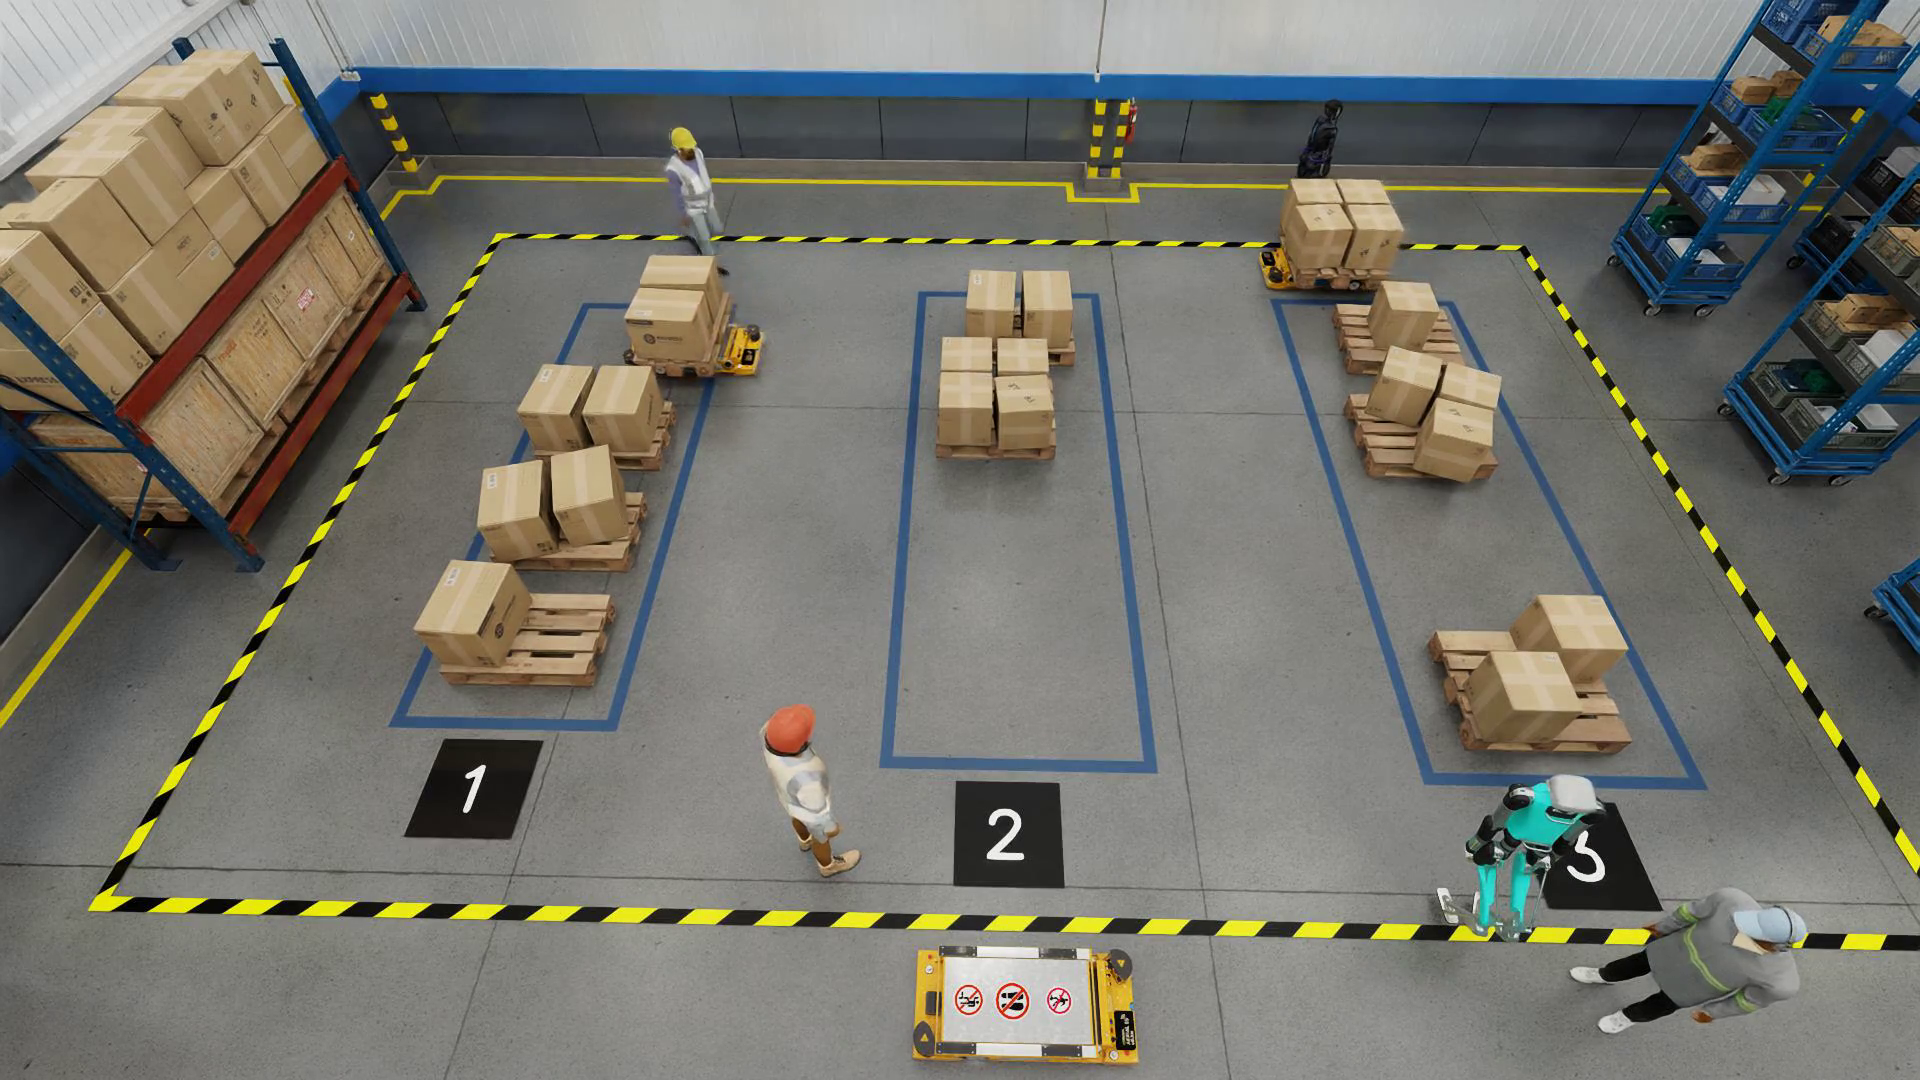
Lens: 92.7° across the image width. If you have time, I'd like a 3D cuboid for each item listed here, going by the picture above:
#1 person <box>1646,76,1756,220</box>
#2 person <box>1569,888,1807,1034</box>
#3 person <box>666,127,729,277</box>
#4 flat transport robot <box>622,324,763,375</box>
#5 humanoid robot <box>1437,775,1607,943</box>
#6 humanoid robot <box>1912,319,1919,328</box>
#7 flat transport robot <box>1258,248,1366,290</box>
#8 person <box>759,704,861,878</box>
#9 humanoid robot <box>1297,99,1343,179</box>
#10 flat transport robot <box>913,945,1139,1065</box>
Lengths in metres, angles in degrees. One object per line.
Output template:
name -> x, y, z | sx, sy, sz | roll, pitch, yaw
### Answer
person -> 9.231, -4.762, 11.334 | 0.510, 1.872, 0.329 | -4, 51, -3
person -> 4.302, 2.521, 5.412 | 0.407, 1.847, 0.589 | -4, 51, -3
person -> -3.098, -3.940, 10.698 | 0.521, 1.816, 0.596 | 22, 54, 17
flat transport robot -> -2.969, -2.139, 10.212 | 1.431, 0.197, 0.652 | 1, 51, 1
humanoid robot -> 3.480, 2.116, 5.724 | 0.533, 1.681, 0.735 | 10, 51, 8
humanoid robot -> 10.506, -2.564, 9.656 | 0.315, 1.659, 0.599 | 21, 54, 16
flat transport robot -> 4.433, -3.338, 11.189 | 1.431, 0.197, 0.652 | 1, 51, 1
person -> -0.985, 1.656, 5.990 | 0.361, 2.047, 0.611 | -31, 57, -23
humanoid robot -> 4.365, -4.613, 11.331 | 0.315, 1.653, 0.599 | -7, 51, -6
flat transport robot -> 0.422, 3.041, 6.007 | 1.431, 0.231, 0.659 | 1, 51, 1
